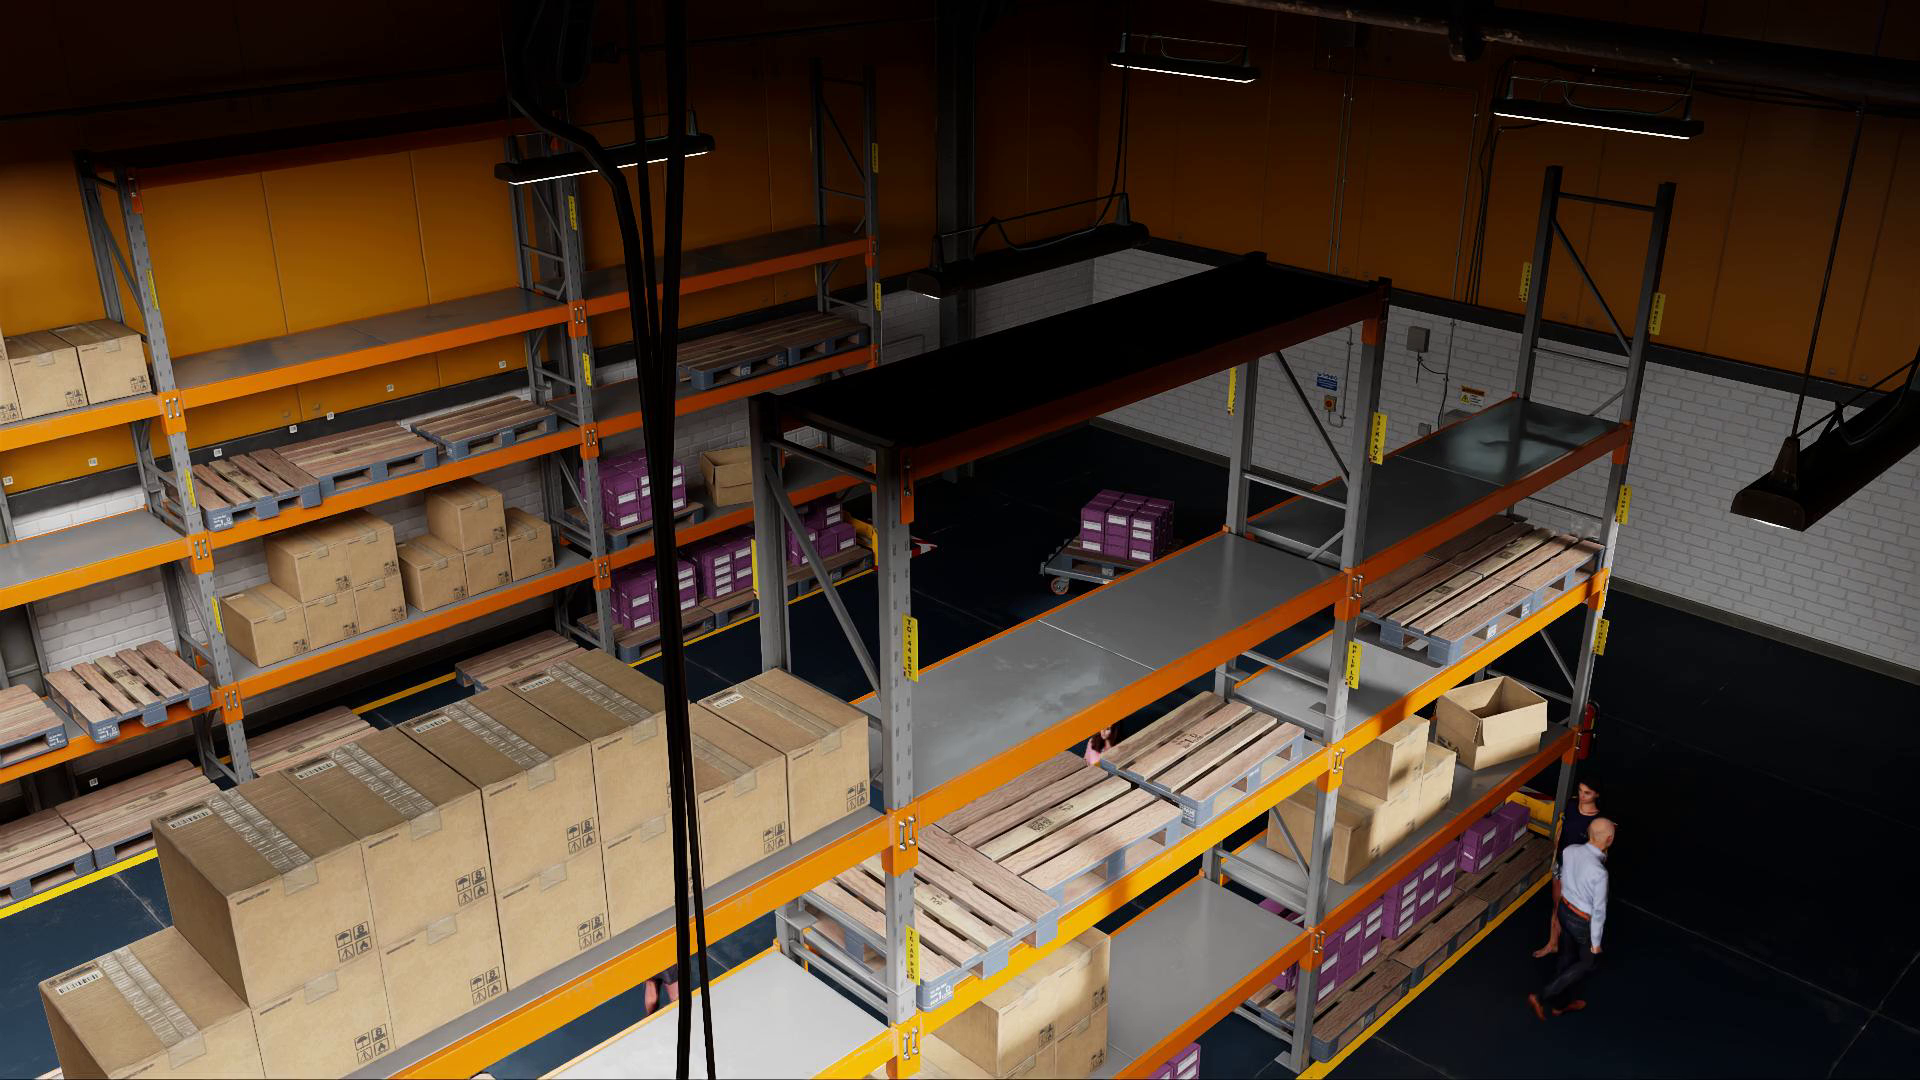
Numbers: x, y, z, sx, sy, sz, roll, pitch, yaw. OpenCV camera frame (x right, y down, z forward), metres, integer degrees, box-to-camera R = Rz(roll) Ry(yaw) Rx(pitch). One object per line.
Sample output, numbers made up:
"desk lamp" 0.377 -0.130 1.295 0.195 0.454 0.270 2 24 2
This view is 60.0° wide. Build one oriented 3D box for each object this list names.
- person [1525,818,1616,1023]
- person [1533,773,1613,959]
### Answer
"person" 4.597 2.906 12.517 1.023 1.768 0.919 -8 25 -17
"person" 4.896 2.618 13.179 0.562 1.766 0.611 -16 28 -32
